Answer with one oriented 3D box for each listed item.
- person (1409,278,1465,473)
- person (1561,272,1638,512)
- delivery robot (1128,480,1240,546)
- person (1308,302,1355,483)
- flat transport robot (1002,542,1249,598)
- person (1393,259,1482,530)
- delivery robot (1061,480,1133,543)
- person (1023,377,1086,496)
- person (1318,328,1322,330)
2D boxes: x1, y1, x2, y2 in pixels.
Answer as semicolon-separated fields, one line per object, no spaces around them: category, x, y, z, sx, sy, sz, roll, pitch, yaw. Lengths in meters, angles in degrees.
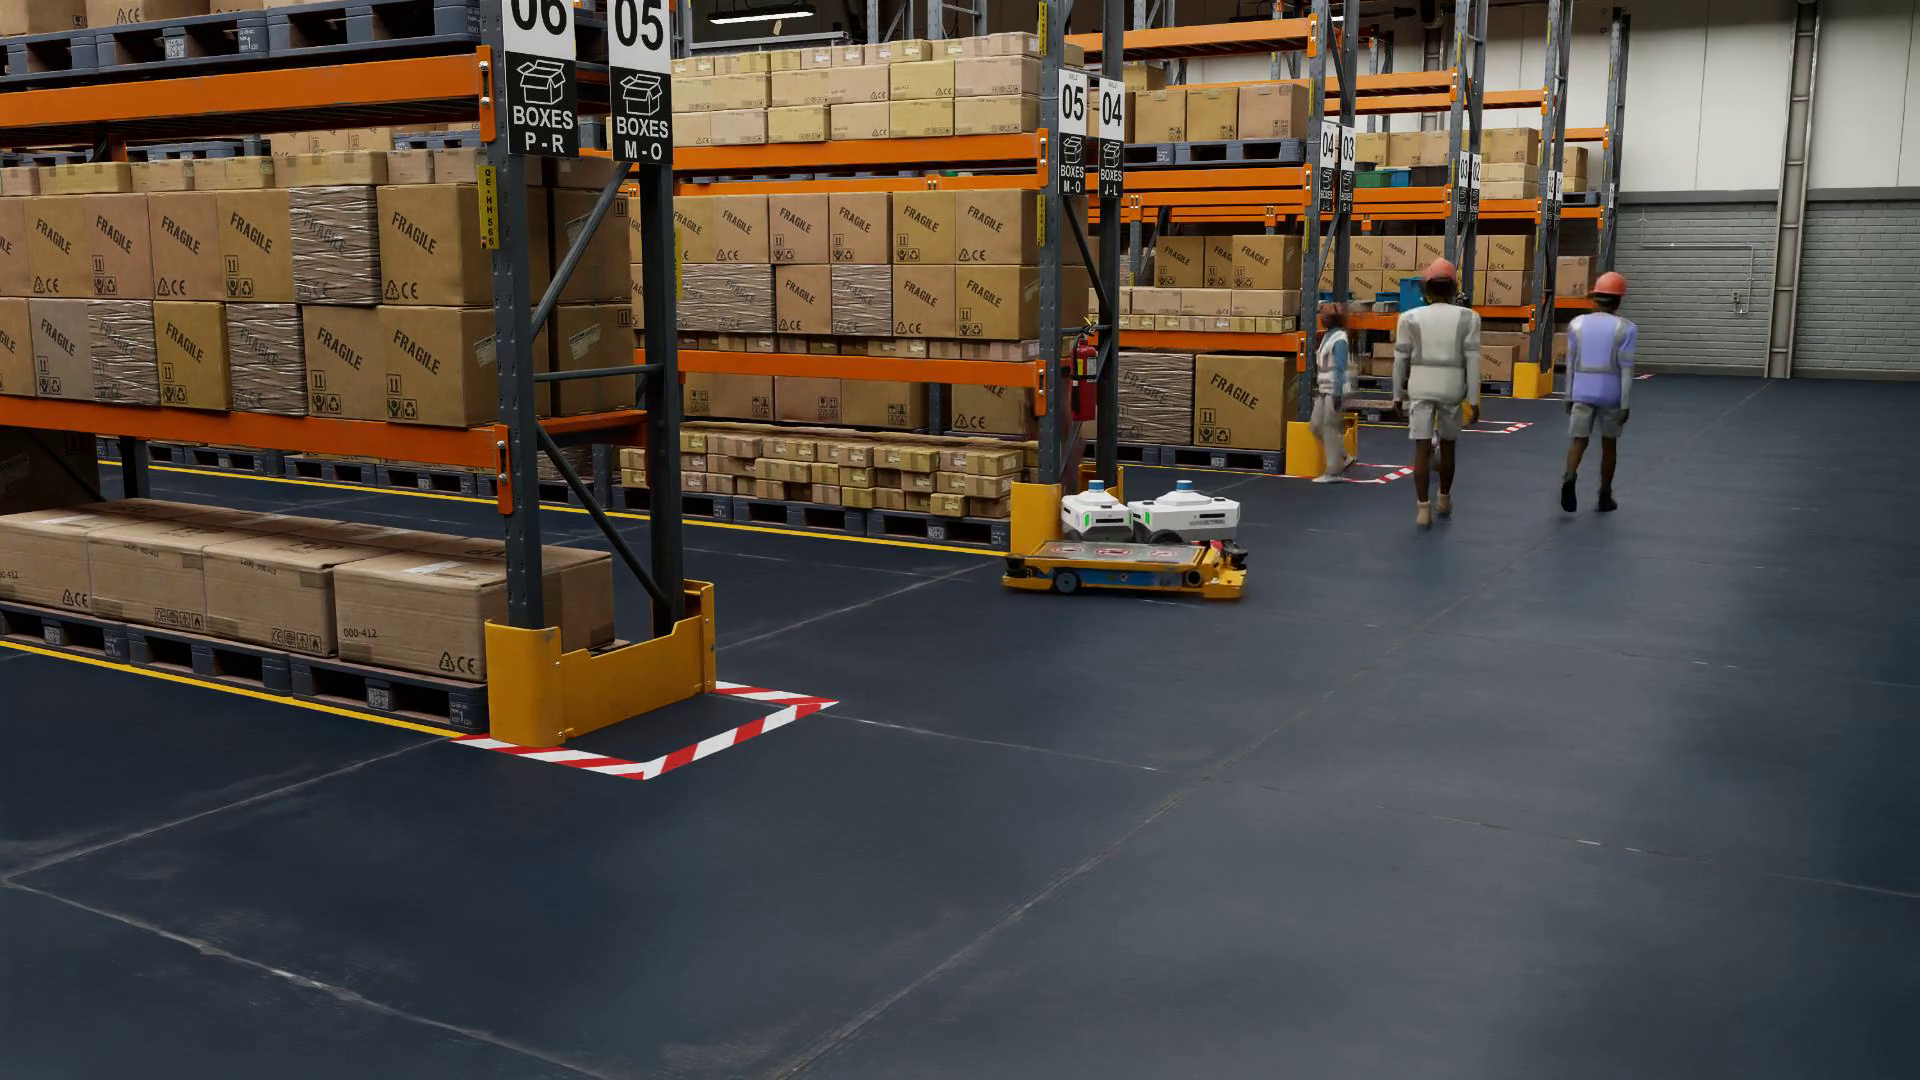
person;4.449;-1.516;15.439;0.553;1.845;0.571;1;10;3
person;4.995;-1.142;13.052;0.557;1.914;0.756;7;12;36
delivery robot;1.473;-0.149;10.924;0.707;0.478;0.477;-3;10;-18
person;3.307;-1.308;14.835;0.367;1.621;0.545;0;10;0
flat transport robot;1.022;0.167;10.179;1.431;0.197;0.652;2;10;13
person;3.622;-1.117;12.651;0.638;1.989;1.034;3;10;16
delivery robot;0.894;-0.152;10.943;0.477;0.478;0.707;-2;10;-10
person;0.789;-1.132;13.077;0.773;1.878;0.685;8;12;38
person;5.059;-2.858;24.029;0.871;1.578;0.524;3;10;17
